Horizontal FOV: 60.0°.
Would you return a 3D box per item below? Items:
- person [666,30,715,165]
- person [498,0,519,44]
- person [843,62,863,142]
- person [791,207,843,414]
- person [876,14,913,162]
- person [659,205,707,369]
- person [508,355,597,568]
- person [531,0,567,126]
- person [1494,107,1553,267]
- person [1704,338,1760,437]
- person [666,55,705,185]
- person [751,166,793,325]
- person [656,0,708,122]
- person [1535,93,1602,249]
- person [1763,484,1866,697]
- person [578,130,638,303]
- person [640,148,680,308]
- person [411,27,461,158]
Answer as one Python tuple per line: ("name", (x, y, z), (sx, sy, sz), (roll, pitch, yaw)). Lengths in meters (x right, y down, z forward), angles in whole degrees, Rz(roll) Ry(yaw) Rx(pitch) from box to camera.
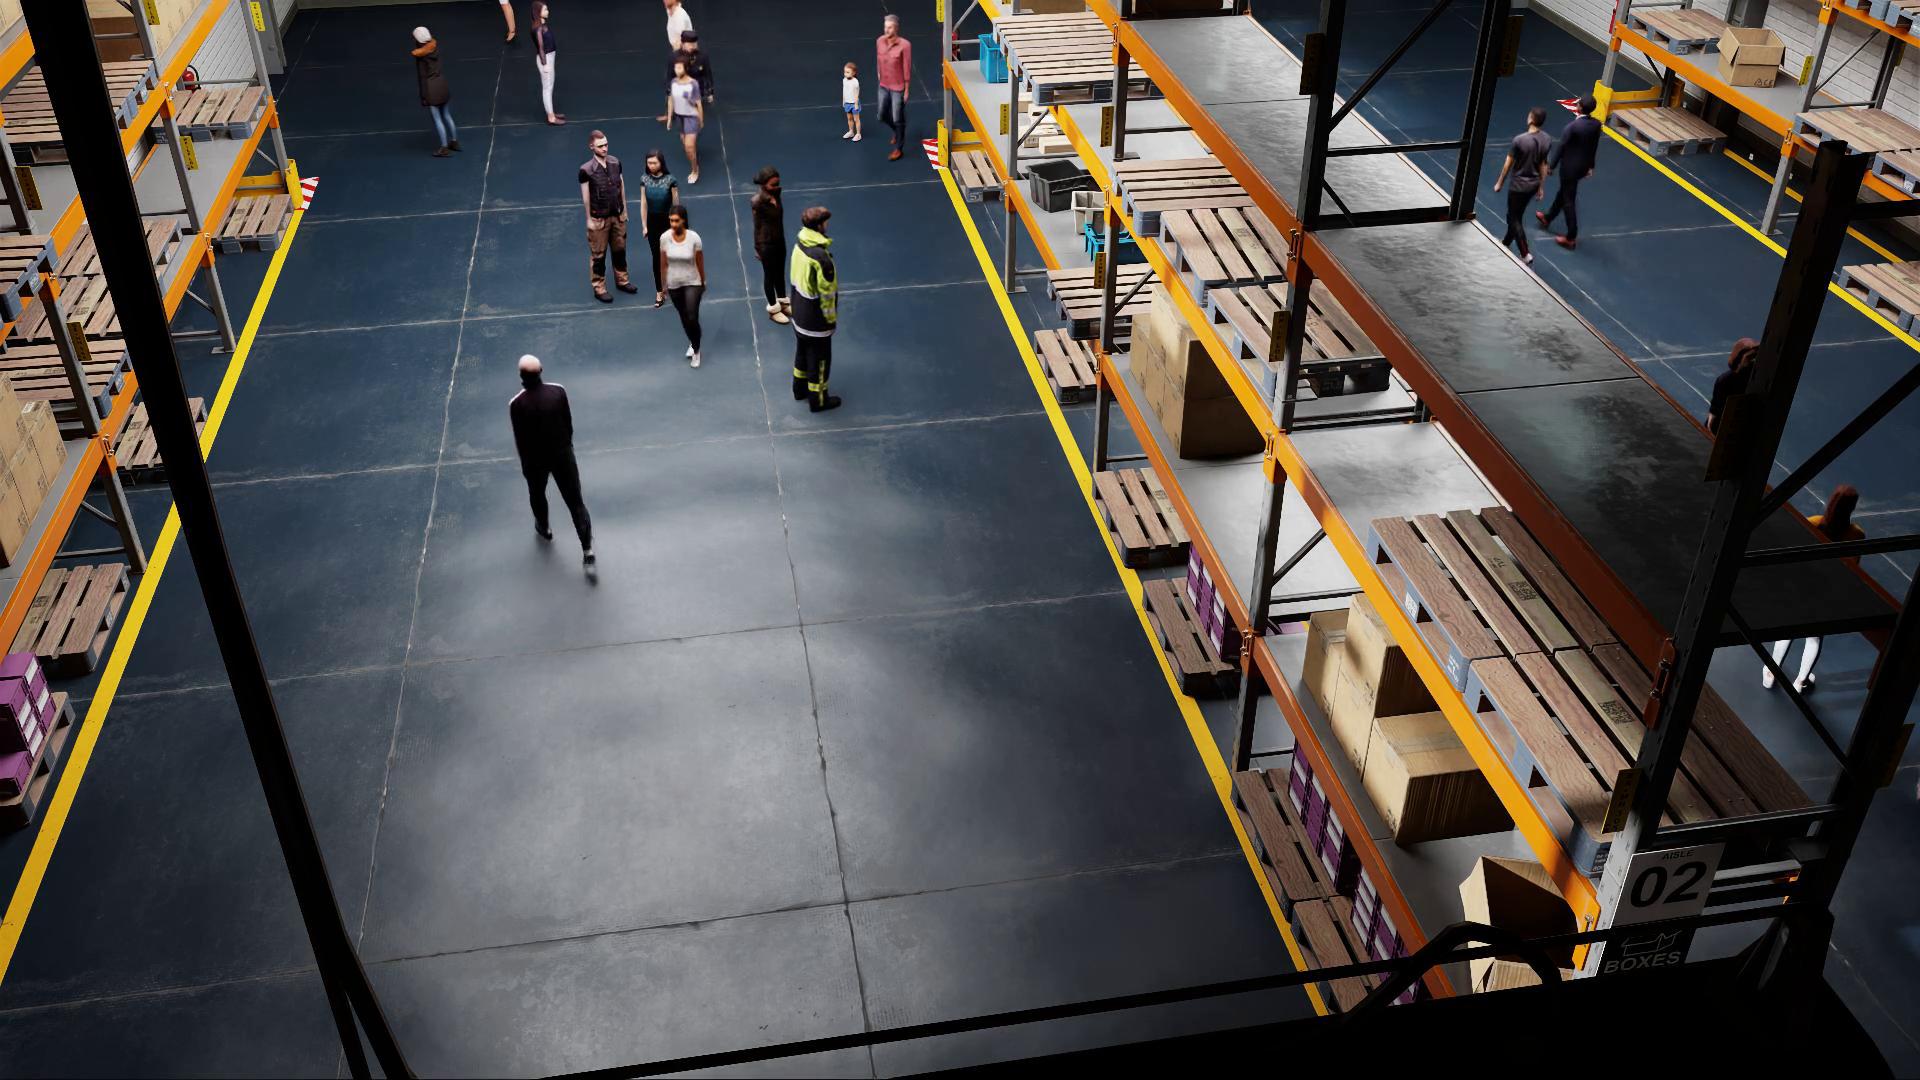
("person", (-3.410, -5.620, 20.980), (0.810, 1.650, 0.884), (-12, 35, -17))
("person", (-6.930, -8.441, 25.094), (0.620, 1.793, 0.433), (-6, 34, -8))
("person", (-1.405, -5.740, 21.730), (0.466, 1.019, 0.536), (26, 41, 33))
("person", (-1.367, -2.166, 15.490), (0.911, 1.975, 0.740), (-18, 38, -26))
("person", (-0.785, -5.751, 21.025), (0.913, 1.819, 0.976), (18, 38, 25))
("person", (-2.695, -2.555, 16.390), (0.698, 1.626, 0.821), (6, 34, 9))
("person", (-3.232, -0.590, 13.281), (0.915, 1.795, 1.320), (-16, 37, -22))
("person", (-5.484, -6.345, 22.110), (0.646, 1.606, 0.449), (-6, 34, -9))
("person", (6.194, -3.816, 18.187), (0.747, 1.736, 1.146), (-11, 35, -15))
("person", (6.348, -0.910, 13.843), (0.620, 1.706, 0.550), (-12, 35, -17))
("person", (-3.317, -5.204, 20.446), (0.717, 1.547, 0.775), (18, 38, 25))
("person", (-1.950, -3.057, 17.114), (0.770, 1.660, 0.710), (29, 43, 36))
("person", (-3.562, -6.419, 22.024), (0.890, 1.824, 0.940), (-16, 37, -23))
("person", (6.930, -4.116, 18.682), (0.857, 1.688, 1.110), (-16, 37, -22))
("person", (6.128, 0.352, 11.903), (0.687, 1.751, 0.744), (20, 38, 27))
("person", (-3.749, -3.431, 17.517), (0.768, 1.837, 0.776), (-26, 42, -33))
("person", (-3.100, -3.257, 17.349), (0.611, 1.733, 0.568), (2, 34, 3))
("person", (-6.668, -5.700, 21.118), (0.771, 1.630, 0.664), (10, 35, 15))
